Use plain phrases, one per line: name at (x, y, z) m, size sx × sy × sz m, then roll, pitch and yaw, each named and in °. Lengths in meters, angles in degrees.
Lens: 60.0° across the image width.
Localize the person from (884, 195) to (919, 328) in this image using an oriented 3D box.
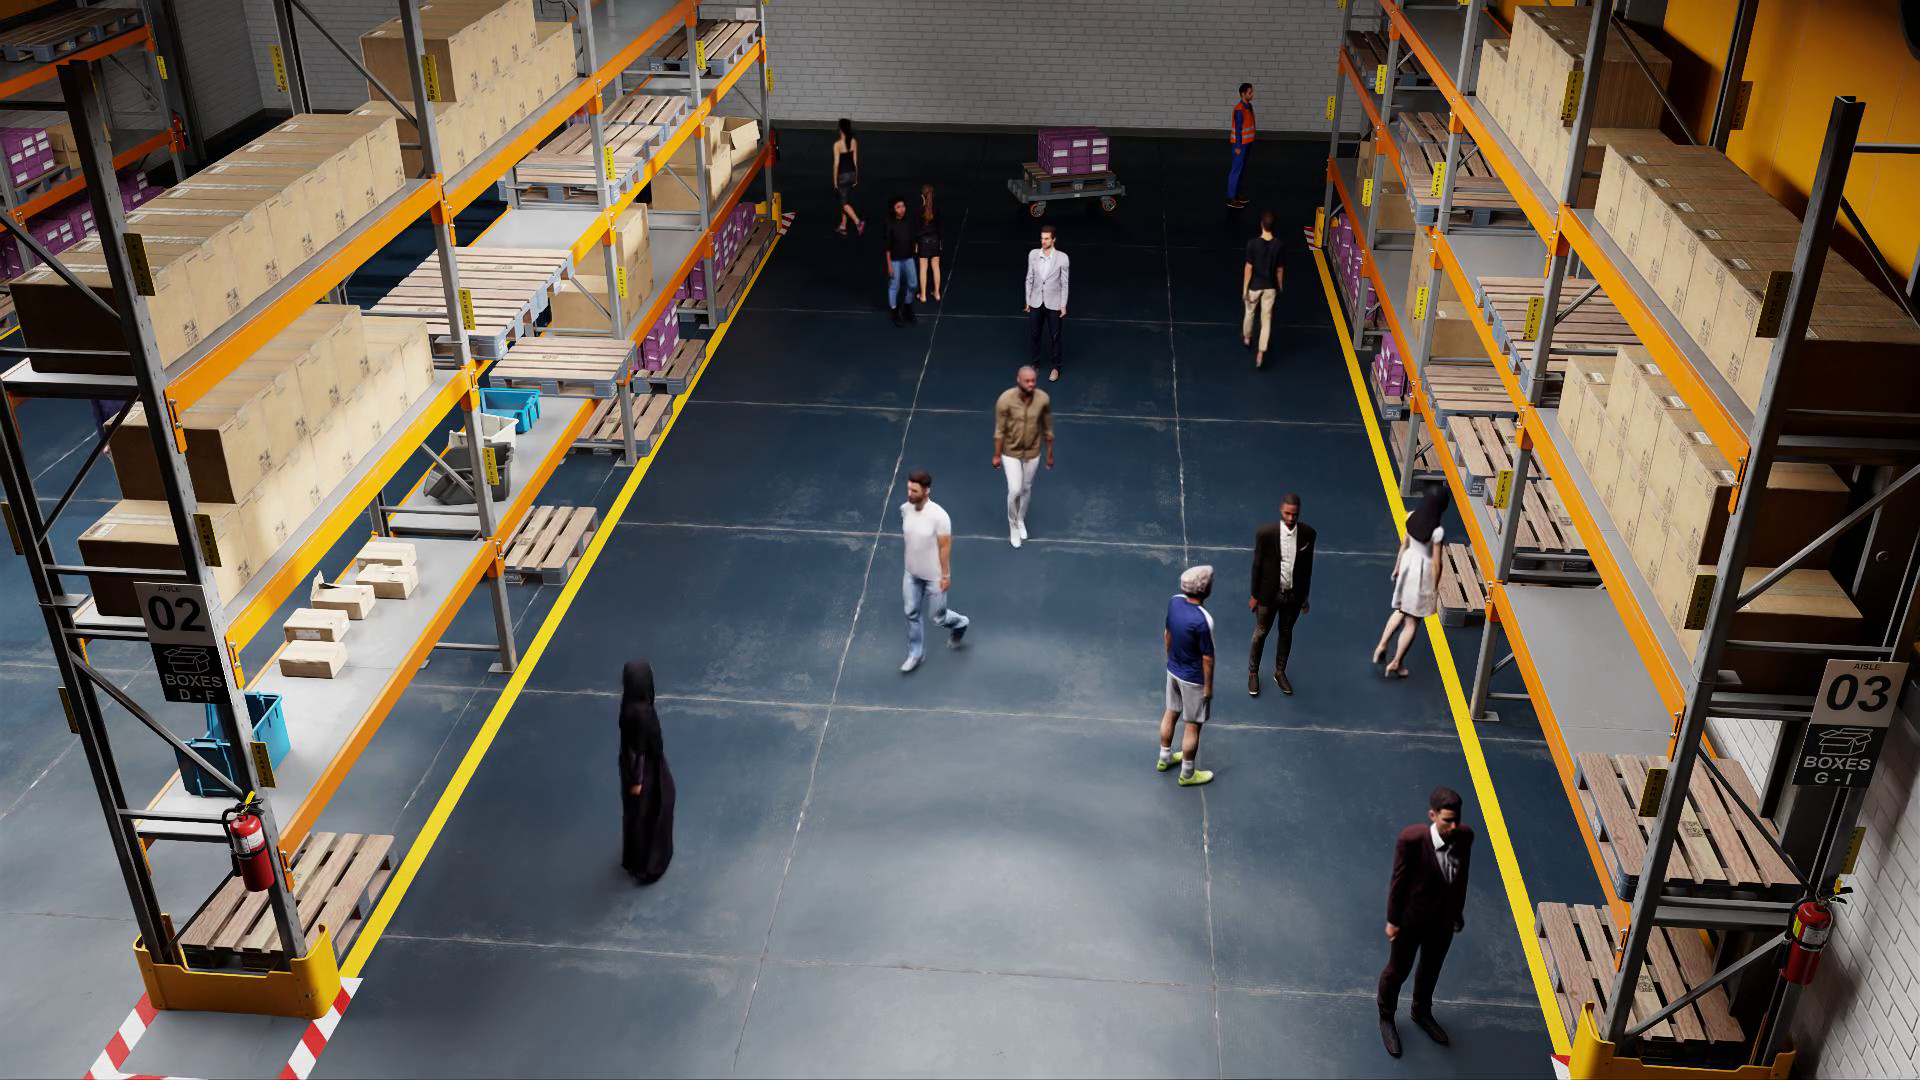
person at (-0.817, -3.529, 20.929) m, size 0.730 × 1.694 × 0.785 m, roll -20°, pitch 34°, yaw -32°

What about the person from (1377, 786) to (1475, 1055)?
person at (2.832, 2.270, 10.120) m, size 0.760 × 1.866 × 0.728 m, roll -7°, pitch 29°, yaw -13°

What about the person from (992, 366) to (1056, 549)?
person at (0.561, -0.868, 15.929) m, size 0.860 × 1.811 × 0.854 m, roll -8°, pitch 30°, yaw -14°

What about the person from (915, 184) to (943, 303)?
person at (-0.404, -3.893, 21.741) m, size 0.589 × 1.556 × 0.625 m, roll -7°, pitch 29°, yaw -12°

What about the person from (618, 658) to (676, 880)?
person at (-2.261, 1.604, 11.619) m, size 0.841 × 1.599 × 0.642 m, roll 2°, pitch 29°, yaw 4°

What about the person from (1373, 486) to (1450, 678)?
person at (3.734, 0.367, 13.725) m, size 0.892 × 1.753 × 0.852 m, roll -15°, pitch 32°, yaw -25°

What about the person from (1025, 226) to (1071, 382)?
person at (1.018, -2.779, 19.389) m, size 0.742 × 1.852 × 0.700 m, roll 12°, pitch 31°, yaw 21°

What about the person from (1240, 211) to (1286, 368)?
person at (3.599, -2.933, 19.719) m, size 0.716 × 1.807 × 1.173 m, roll 0°, pitch 29°, yaw 0°

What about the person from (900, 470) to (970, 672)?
person at (-0.227, 0.228, 13.891) m, size 0.968 × 1.839 × 1.090 m, roll 24°, pitch 37°, yaw 36°

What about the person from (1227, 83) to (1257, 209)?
person at (4.293, -6.034, 25.344) m, size 0.836 × 1.864 × 0.681 m, roll 13°, pitch 31°, yaw 23°

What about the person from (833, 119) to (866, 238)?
person at (-1.601, -5.172, 23.928) m, size 0.959 × 1.707 × 1.022 m, roll -21°, pitch 35°, yaw -34°

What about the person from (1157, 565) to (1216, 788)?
person at (1.715, 0.996, 12.486) m, size 0.770 × 1.836 × 0.681 m, roll -17°, pitch 33°, yaw -29°

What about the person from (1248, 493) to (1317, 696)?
person at (2.601, 0.428, 13.563) m, size 0.690 × 1.802 × 0.614 m, roll -2°, pitch 29°, yaw -4°
